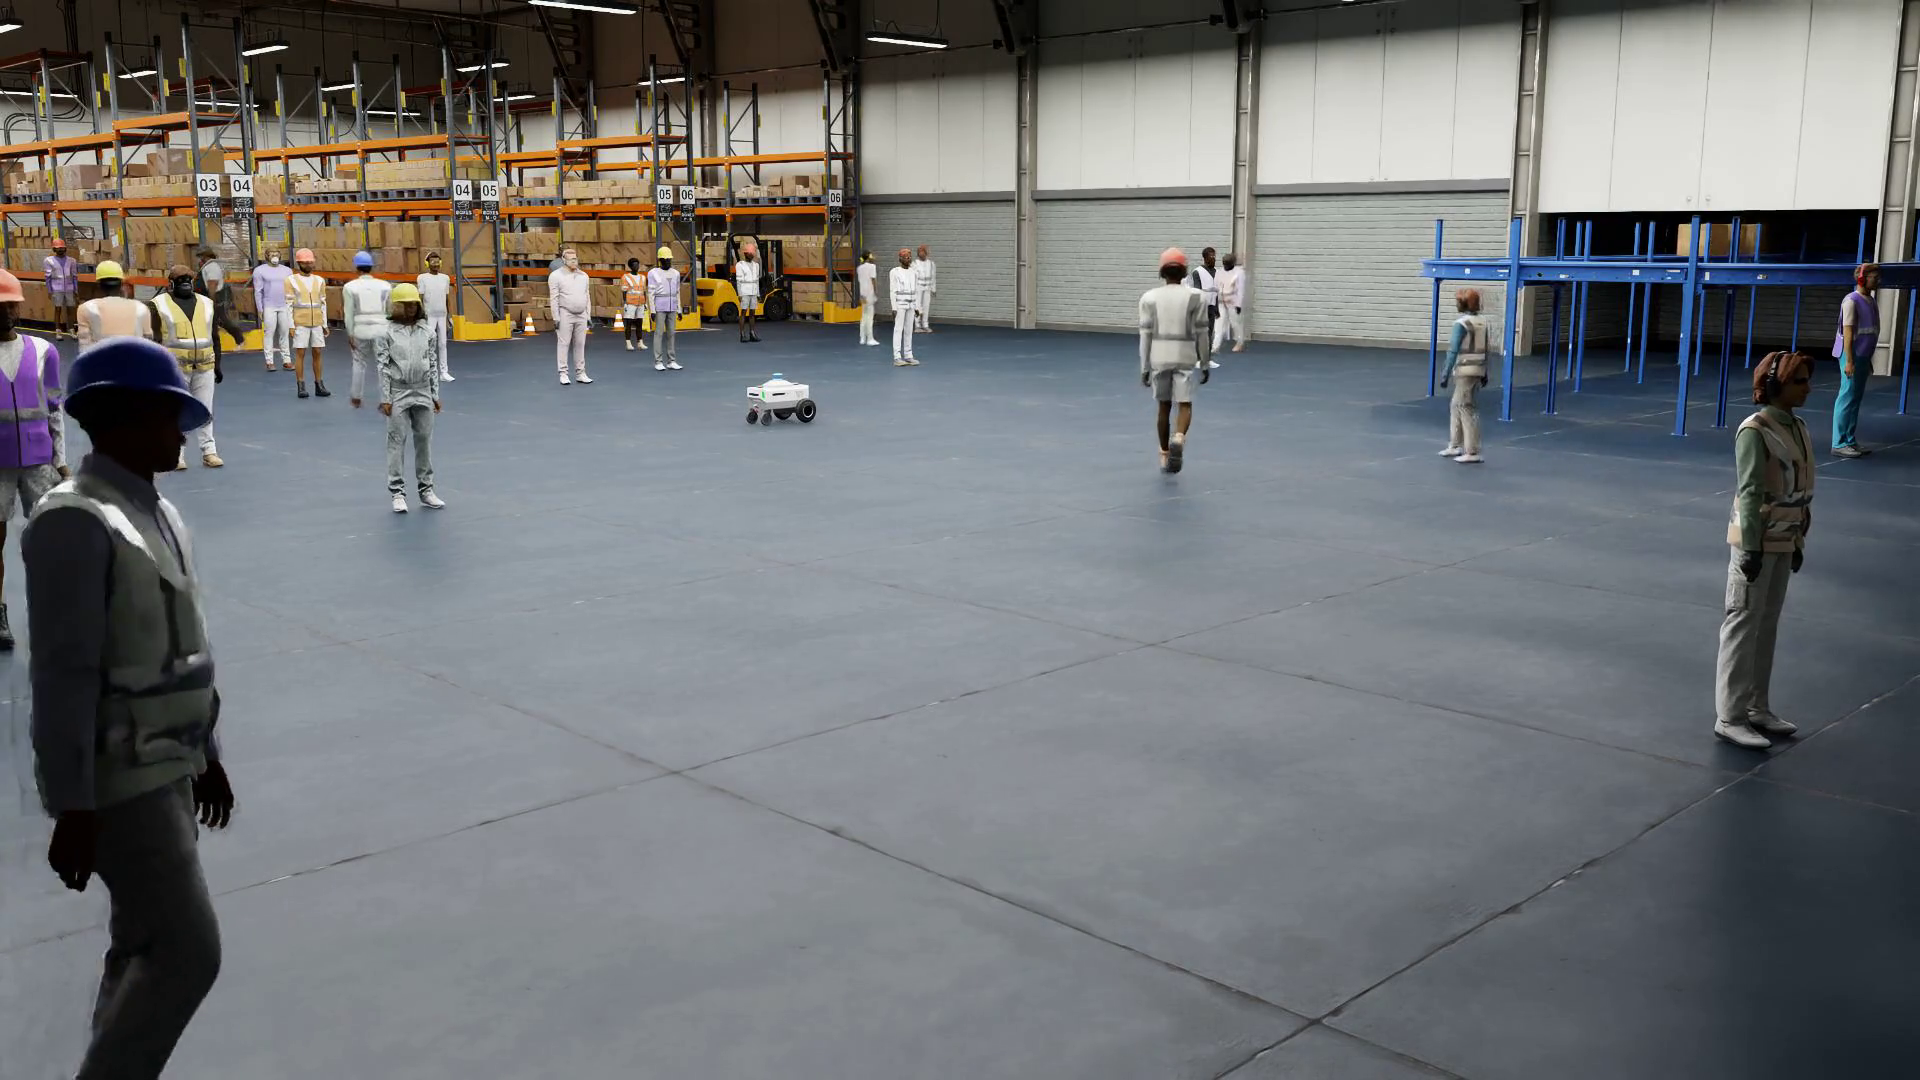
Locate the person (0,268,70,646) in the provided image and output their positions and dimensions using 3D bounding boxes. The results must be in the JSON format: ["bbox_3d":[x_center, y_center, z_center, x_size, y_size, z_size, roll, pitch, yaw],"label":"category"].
[{"bbox_3d":[-4.914,-0.428,8.631,0.545,1.942,0.350,-10,15,-44],"label":"person"}]

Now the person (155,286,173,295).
[{"bbox_3d":[-20.041,-6.492,41.985,0.590,1.837,0.404,-10,15,-44],"label":"person"}]

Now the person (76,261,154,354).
[{"bbox_3d":[-7.185,-1.410,14.129,0.633,1.883,0.879,-9,14,-42],"label":"person"}]

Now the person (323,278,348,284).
[{"bbox_3d":[-16.313,-6.778,43.232,0.955,1.954,0.616,9,14,42],"label":"person"}]

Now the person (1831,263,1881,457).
[{"bbox_3d":[8.638,-1.740,16.039,0.566,1.850,0.389,-10,15,-44],"label":"person"}]

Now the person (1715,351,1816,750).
[{"bbox_3d":[3.370,0.031,6.951,0.514,1.641,0.308,-10,15,-44],"label":"person"}]

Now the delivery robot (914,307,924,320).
[{"bbox_3d":[-1.207,-5.436,39.584,0.707,0.478,0.477,-10,14,-44],"label":"delivery robot"}]

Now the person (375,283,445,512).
[{"bbox_3d":[-4.244,-1.105,12.858,0.487,1.746,0.287,-10,15,-44],"label":"person"}]

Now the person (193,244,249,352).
[{"bbox_3d":[-13.429,-4.378,30.018,0.977,2.000,0.703,-6,12,-31],"label":"person"}]

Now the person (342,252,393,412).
[{"bbox_3d":[-7.151,-2.517,20.115,0.601,1.898,1.002,-6,12,-31],"label":"person"}]

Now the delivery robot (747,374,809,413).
[{"bbox_3d":[-2.072,-1.650,18.940,0.707,0.478,0.477,-10,14,-44],"label":"delivery robot"}]

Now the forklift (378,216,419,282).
[{"bbox_3d":[-17.868,-9.201,54.028,1.873,2.768,1.129,-10,14,-44],"label":"forklift"}]

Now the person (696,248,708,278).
[{"bbox_3d":[-6.782,-6.708,43.351,0.525,1.772,0.305,-10,15,-44],"label":"person"}]

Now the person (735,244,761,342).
[{"bbox_3d":[-4.209,-4.930,33.179,0.545,1.942,0.350,-10,15,-44],"label":"person"}]

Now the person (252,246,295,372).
[{"bbox_3d":[-10.724,-3.626,26.083,0.631,1.940,0.372,-10,15,-44],"label":"person"}]

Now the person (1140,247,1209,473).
[{"bbox_3d":[1.877,-1.570,14.692,0.617,2.019,0.825,3,11,15],"label":"person"}]

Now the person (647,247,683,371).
[{"bbox_3d":[-4.635,-3.645,26.214,0.587,1.927,0.367,-10,15,-44],"label":"person"}]

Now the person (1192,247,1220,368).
[{"bbox_3d":[3.949,-3.727,26.687,0.592,1.920,0.392,-10,15,-44],"label":"person"}]

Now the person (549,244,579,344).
[{"bbox_3d":[-7.712,-4.812,32.545,0.631,1.940,0.372,-10,15,-44],"label":"person"}]

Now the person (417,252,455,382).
[{"bbox_3d":[-7.591,-3.229,24.112,0.513,1.870,0.328,-10,15,-44],"label":"person"}]

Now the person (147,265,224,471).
[{"bbox_3d":[-7.028,-1.573,15.152,0.626,1.844,0.429,-10,15,-44],"label":"person"}]

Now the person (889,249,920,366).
[{"bbox_3d":[-0.896,-3.796,27.155,0.575,1.885,0.355,-10,15,-44],"label":"person"}]

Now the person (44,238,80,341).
[{"bbox_3d":[-18.146,-5.067,33.651,0.607,2.044,0.375,-10,15,-44],"label":"person"}]

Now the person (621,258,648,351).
[{"bbox_3d":[-6.008,-4.358,30.726,0.535,1.700,0.318,-10,15,-44],"label":"person"}]

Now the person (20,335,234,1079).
[{"bbox_3d":[-1.813,0.515,3.634,0.389,1.887,0.700,-2,11,-13],"label":"person"}]

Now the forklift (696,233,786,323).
[{"bbox_3d":[-5.496,-6.489,41.108,2.313,2.155,1.214,-10,14,-44],"label":"forklift"}]

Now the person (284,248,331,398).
[{"bbox_3d":[-8.574,-2.858,21.883,0.545,1.942,0.350,-10,15,-44],"label":"person"}]

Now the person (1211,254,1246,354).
[{"bbox_3d":[4.856,-4.259,29.960,0.648,1.794,0.920,8,13,37],"label":"person"}]

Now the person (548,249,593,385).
[{"bbox_3d":[-5.547,-3.193,23.807,0.642,1.909,0.409,-10,15,-44],"label":"person"}]

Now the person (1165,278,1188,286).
[{"bbox_3d":[3.914,-4.218,30.065,0.605,1.649,0.555,-6,12,-29],"label":"person"}]

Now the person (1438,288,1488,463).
[{"bbox_3d":[4.652,-1.537,15.527,0.626,1.616,0.538,10,14,44],"label":"person"}]

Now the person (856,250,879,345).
[{"bbox_3d":[-1.746,-4.711,32.316,0.361,1.833,0.700,-10,14,-43],"label":"person"}]

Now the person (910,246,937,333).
[{"bbox_3d":[-0.815,-5.470,36.359,0.622,1.863,0.425,-4,11,-21],"label":"person"}]
